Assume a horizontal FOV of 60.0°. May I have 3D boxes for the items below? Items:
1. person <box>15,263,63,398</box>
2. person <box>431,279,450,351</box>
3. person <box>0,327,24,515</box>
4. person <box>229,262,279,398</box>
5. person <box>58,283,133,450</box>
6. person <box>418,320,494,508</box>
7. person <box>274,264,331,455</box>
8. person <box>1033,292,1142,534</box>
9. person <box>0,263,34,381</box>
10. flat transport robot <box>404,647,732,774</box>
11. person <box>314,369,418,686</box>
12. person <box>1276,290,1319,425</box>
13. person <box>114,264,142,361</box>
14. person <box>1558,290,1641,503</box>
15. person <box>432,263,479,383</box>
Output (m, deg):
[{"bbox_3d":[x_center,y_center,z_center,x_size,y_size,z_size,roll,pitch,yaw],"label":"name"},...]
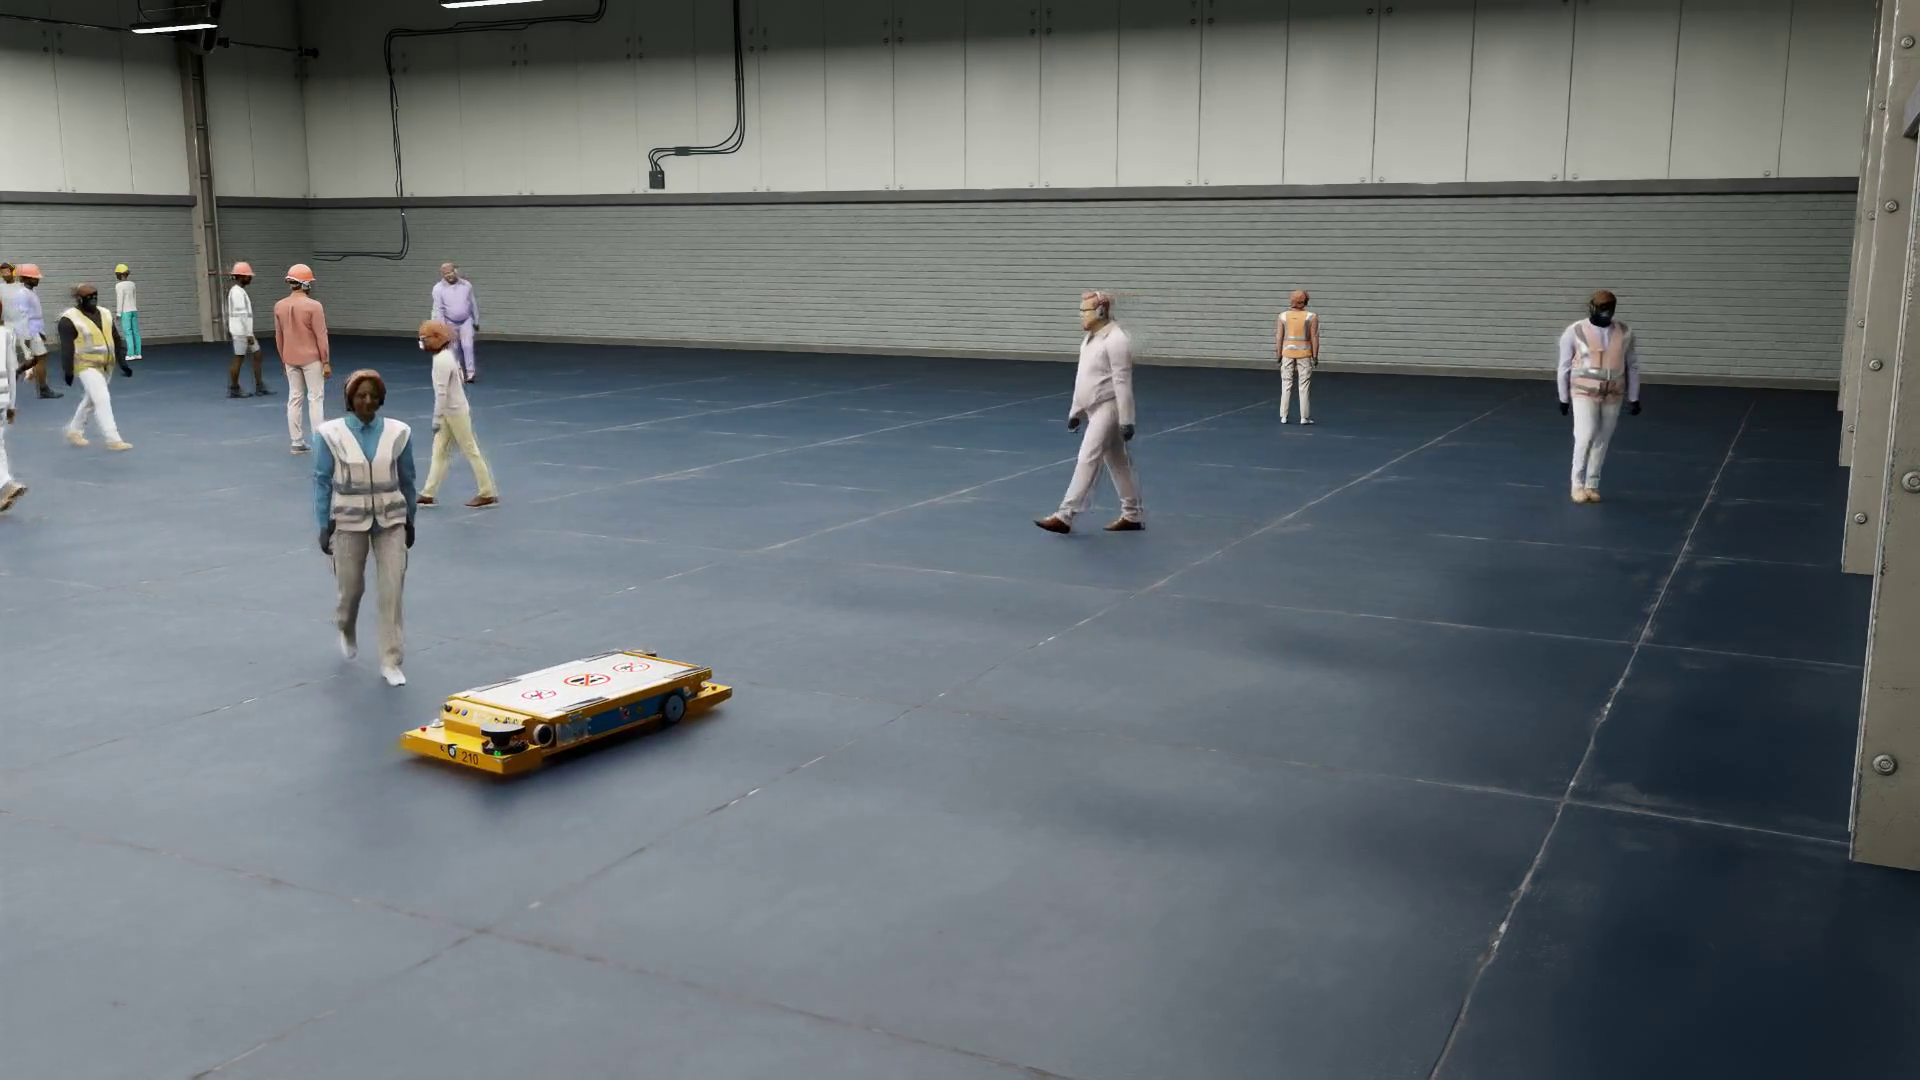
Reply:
[{"bbox_3d":[-13.098,-2.921,23.331,0.699,1.910,0.561,-4,11,-20],"label":"person"},{"bbox_3d":[-8.517,-3.568,27.731,0.505,1.591,0.845,2,11,13],"label":"person"},{"bbox_3d":[-7.917,-1.106,13.537,0.483,1.869,0.607,3,11,14],"label":"person"},{"bbox_3d":[-10.022,-2.956,23.519,0.785,1.906,0.562,-4,11,-19],"label":"person"},{"bbox_3d":[-9.381,-1.868,17.916,0.957,1.803,0.626,3,11,17],"label":"person"},{"bbox_3d":[-4.325,-1.041,13.929,0.796,1.579,0.500,-4,11,-20],"label":"person"},{"bbox_3d":[-6.863,-1.883,17.437,0.611,1.995,0.381,3,11,17],"label":"person"},{"bbox_3d":[1.000,-0.956,12.755,0.997,1.862,0.660,-2,11,-13],"label":"person"},{"bbox_3d":[-14.976,-3.447,26.343,0.517,1.863,0.314,-1,10,-4],"label":"person"},{"bbox_3d":[-1.784,0.761,7.726,0.652,0.197,1.431,7,12,34],"label":"flat transport robot"},{"bbox_3d":[-3.072,-0.082,8.621,0.524,1.621,0.613,-6,12,-29],"label":"person"},{"bbox_3d":[4.101,-2.215,20.224,0.525,1.636,0.307,5,12,26],"label":"person"},{"bbox_3d":[-15.321,-4.176,30.563,0.316,1.769,0.523,1,10,8],"label":"person"},{"bbox_3d":[5.494,-1.212,14.236,0.629,1.822,0.559,0,10,-2],"label":"person"},{"bbox_3d":[-7.791,-3.342,25.752,0.682,1.866,0.695,-5,11,-23],"label":"person"}]
